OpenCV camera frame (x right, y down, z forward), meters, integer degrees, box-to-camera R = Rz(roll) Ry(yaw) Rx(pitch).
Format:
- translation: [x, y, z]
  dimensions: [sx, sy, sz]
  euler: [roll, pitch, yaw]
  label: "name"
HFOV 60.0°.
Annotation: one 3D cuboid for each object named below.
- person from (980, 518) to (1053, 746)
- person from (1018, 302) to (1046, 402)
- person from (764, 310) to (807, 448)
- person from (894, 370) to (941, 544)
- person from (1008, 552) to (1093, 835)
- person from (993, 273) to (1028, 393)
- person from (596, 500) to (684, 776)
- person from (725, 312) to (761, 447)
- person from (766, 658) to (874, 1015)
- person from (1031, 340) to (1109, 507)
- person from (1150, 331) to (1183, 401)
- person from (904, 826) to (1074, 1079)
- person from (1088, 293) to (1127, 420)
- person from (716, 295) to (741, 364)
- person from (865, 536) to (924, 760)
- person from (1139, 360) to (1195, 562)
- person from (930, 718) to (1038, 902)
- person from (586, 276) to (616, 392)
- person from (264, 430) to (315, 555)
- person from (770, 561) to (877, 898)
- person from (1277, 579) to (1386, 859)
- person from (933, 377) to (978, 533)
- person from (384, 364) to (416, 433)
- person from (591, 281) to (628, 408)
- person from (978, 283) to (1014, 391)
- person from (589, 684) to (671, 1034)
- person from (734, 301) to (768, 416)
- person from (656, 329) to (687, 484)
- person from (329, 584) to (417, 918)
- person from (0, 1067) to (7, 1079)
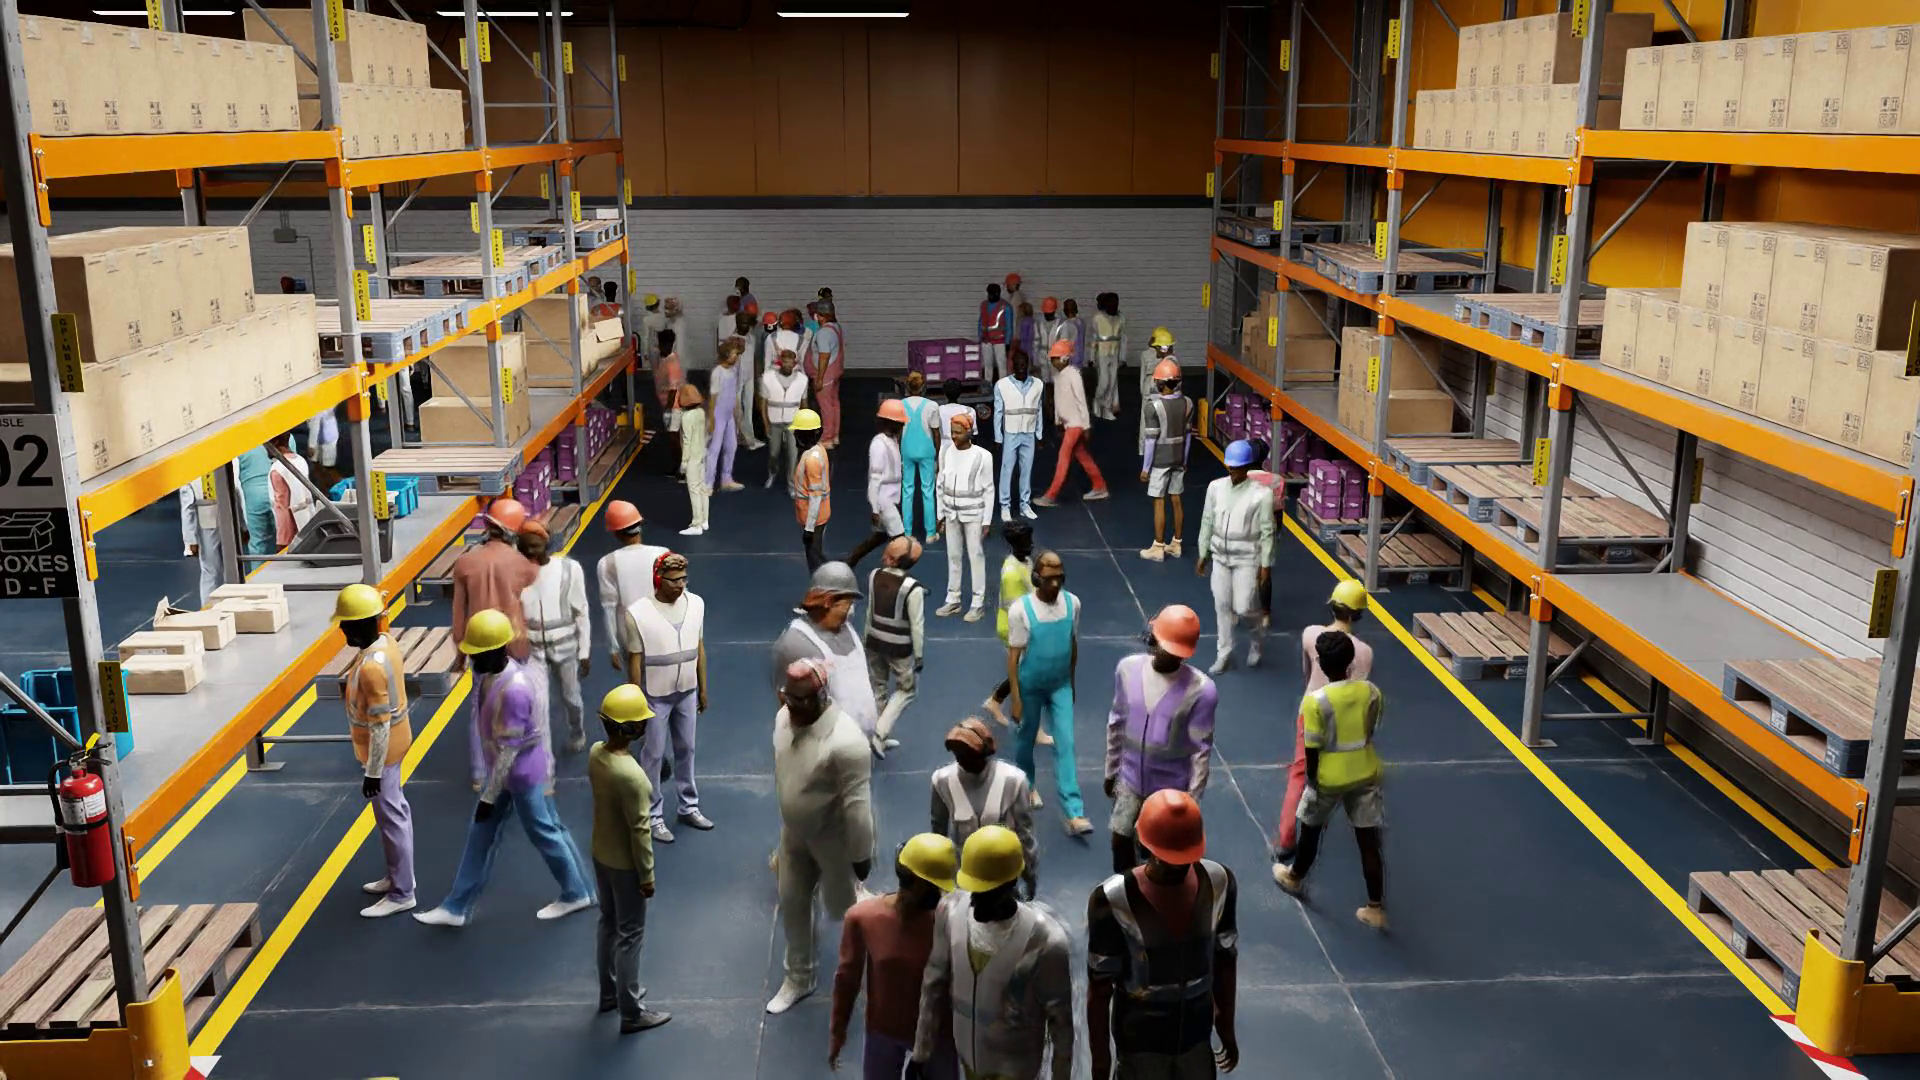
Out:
- translation: [0.440, 0.650, 11.899]
  dimensions: [0.516, 1.675, 0.556]
  euler: [3, 15, 13]
  label: "person"
- translation: [1.107, -2.892, 25.912]
  dimensions: [0.470, 1.624, 0.605]
  euler: [6, 15, 22]
  label: "person"
- translation: [-2.369, -2.181, 22.635]
  dimensions: [0.608, 1.858, 0.462]
  euler: [-3, 15, -12]
  label: "person"
- translation: [-0.447, -0.869, 17.518]
  dimensions: [0.504, 1.847, 0.345]
  euler: [2, 14, 7]
  label: "person"
- translation: [0.546, 0.949, 10.483]
  dimensions: [0.524, 1.788, 0.980]
  euler: [-5, 15, -19]
  label: "person"
- translation: [0.907, -3.343, 26.980]
  dimensions: [0.556, 1.987, 0.629]
  euler: [7, 16, 24]
  label: "person"
- translation: [-2.161, 0.654, 11.475]
  dimensions: [0.635, 1.882, 1.001]
  euler: [-2, 14, -7]
  label: "person"
- translation: [-2.973, -2.195, 22.753]
  dimensions: [0.342, 1.839, 0.508]
  euler: [13, 20, 42]
  label: "person"
- translation: [-0.630, 1.441, 8.417]
  dimensions: [0.687, 1.869, 0.781]
  euler: [13, 19, 41]
  label: "person"
- translation: [1.320, -1.367, 19.338]
  dimensions: [1.015, 1.928, 0.632]
  euler: [-4, 15, -16]
  label: "person"
- translation: [2.586, -1.703, 20.867]
  dimensions: [0.404, 1.818, 0.597]
  euler: [3, 15, 13]
  label: "person"
- translation: [0.064, 1.979, 6.249]
  dimensions: [0.598, 1.895, 0.856]
  euler: [13, 19, 41]
  label: "person"
- translation: [2.209, -2.721, 24.673]
  dimensions: [0.616, 1.899, 0.458]
  euler: [-8, 17, -30]
  label: "person"
- translation: [-3.335, -2.783, 25.084]
  dimensions: [0.574, 1.820, 0.725]
  euler: [13, 19, 41]
  label: "person"
- translation: [-0.501, 0.762, 11.557]
  dimensions: [0.588, 1.618, 0.474]
  euler: [12, 18, 39]
  label: "person"
- translation: [2.077, -0.802, 16.856]
  dimensions: [0.608, 2.047, 0.365]
  euler: [-10, 17, -35]
  label: "person"
- translation: [0.124, 1.607, 8.278]
  dimensions: [0.541, 1.598, 0.789]
  euler: [1, 14, 4]
  label: "person"
- translation: [-5.929, -3.353, 27.164]
  dimensions: [0.639, 1.902, 0.407]
  euler: [3, 15, 12]
  label: "person"
- translation: [-5.717, -0.074, 14.287]
  dimensions: [0.401, 1.908, 0.597]
  euler: [-1, 14, -4]
  label: "person"
- translation: [-0.722, 1.095, 9.419]
  dimensions: [0.539, 2.000, 0.706]
  euler: [9, 17, 31]
  label: "person"
- translation: [2.286, 1.073, 10.161]
  dimensions: [0.534, 1.714, 0.934]
  euler: [13, 19, 42]
  label: "person"
- translation: [-0.070, -0.911, 17.976]
  dimensions: [0.535, 1.700, 0.318]
  euler: [1, 14, 3]
  label: "person"
- translation: [-8.061, -2.490, 23.700]
  dimensions: [0.352, 1.936, 0.633]
  euler: [12, 19, 40]
  label: "person"
- translation: [-5.372, -3.020, 25.720]
  dimensions: [0.617, 1.964, 0.361]
  euler: [-1, 14, -5]
  label: "person"
- translation: [0.542, -3.184, 26.617]
  dimensions: [0.634, 1.841, 0.429]
  euler: [10, 17, 34]
  label: "person"
- translation: [-1.636, 1.554, 8.187]
  dimensions: [0.338, 1.759, 0.524]
  euler: [-10, 18, -35]
  label: "person"
- translation: [-3.107, -2.704, 24.906]
  dimensions: [0.573, 1.748, 0.342]
  euler: [-7, 16, -26]
  label: "person"
- translation: [-3.540, -1.656, 20.463]
  dimensions: [0.385, 1.925, 0.720]
  euler: [-4, 15, -14]
  label: "person"
- translation: [-3.275, 1.172, 9.347]
  dimensions: [0.369, 1.927, 0.584]
  euler: [-4, 15, -14]
  label: "person"
- translation: [-3.861, 2.084, 6.398]
  dimensions: [0.670, 1.611, 0.516]
  euler: [-2, 14, -10]
  label: "person"
